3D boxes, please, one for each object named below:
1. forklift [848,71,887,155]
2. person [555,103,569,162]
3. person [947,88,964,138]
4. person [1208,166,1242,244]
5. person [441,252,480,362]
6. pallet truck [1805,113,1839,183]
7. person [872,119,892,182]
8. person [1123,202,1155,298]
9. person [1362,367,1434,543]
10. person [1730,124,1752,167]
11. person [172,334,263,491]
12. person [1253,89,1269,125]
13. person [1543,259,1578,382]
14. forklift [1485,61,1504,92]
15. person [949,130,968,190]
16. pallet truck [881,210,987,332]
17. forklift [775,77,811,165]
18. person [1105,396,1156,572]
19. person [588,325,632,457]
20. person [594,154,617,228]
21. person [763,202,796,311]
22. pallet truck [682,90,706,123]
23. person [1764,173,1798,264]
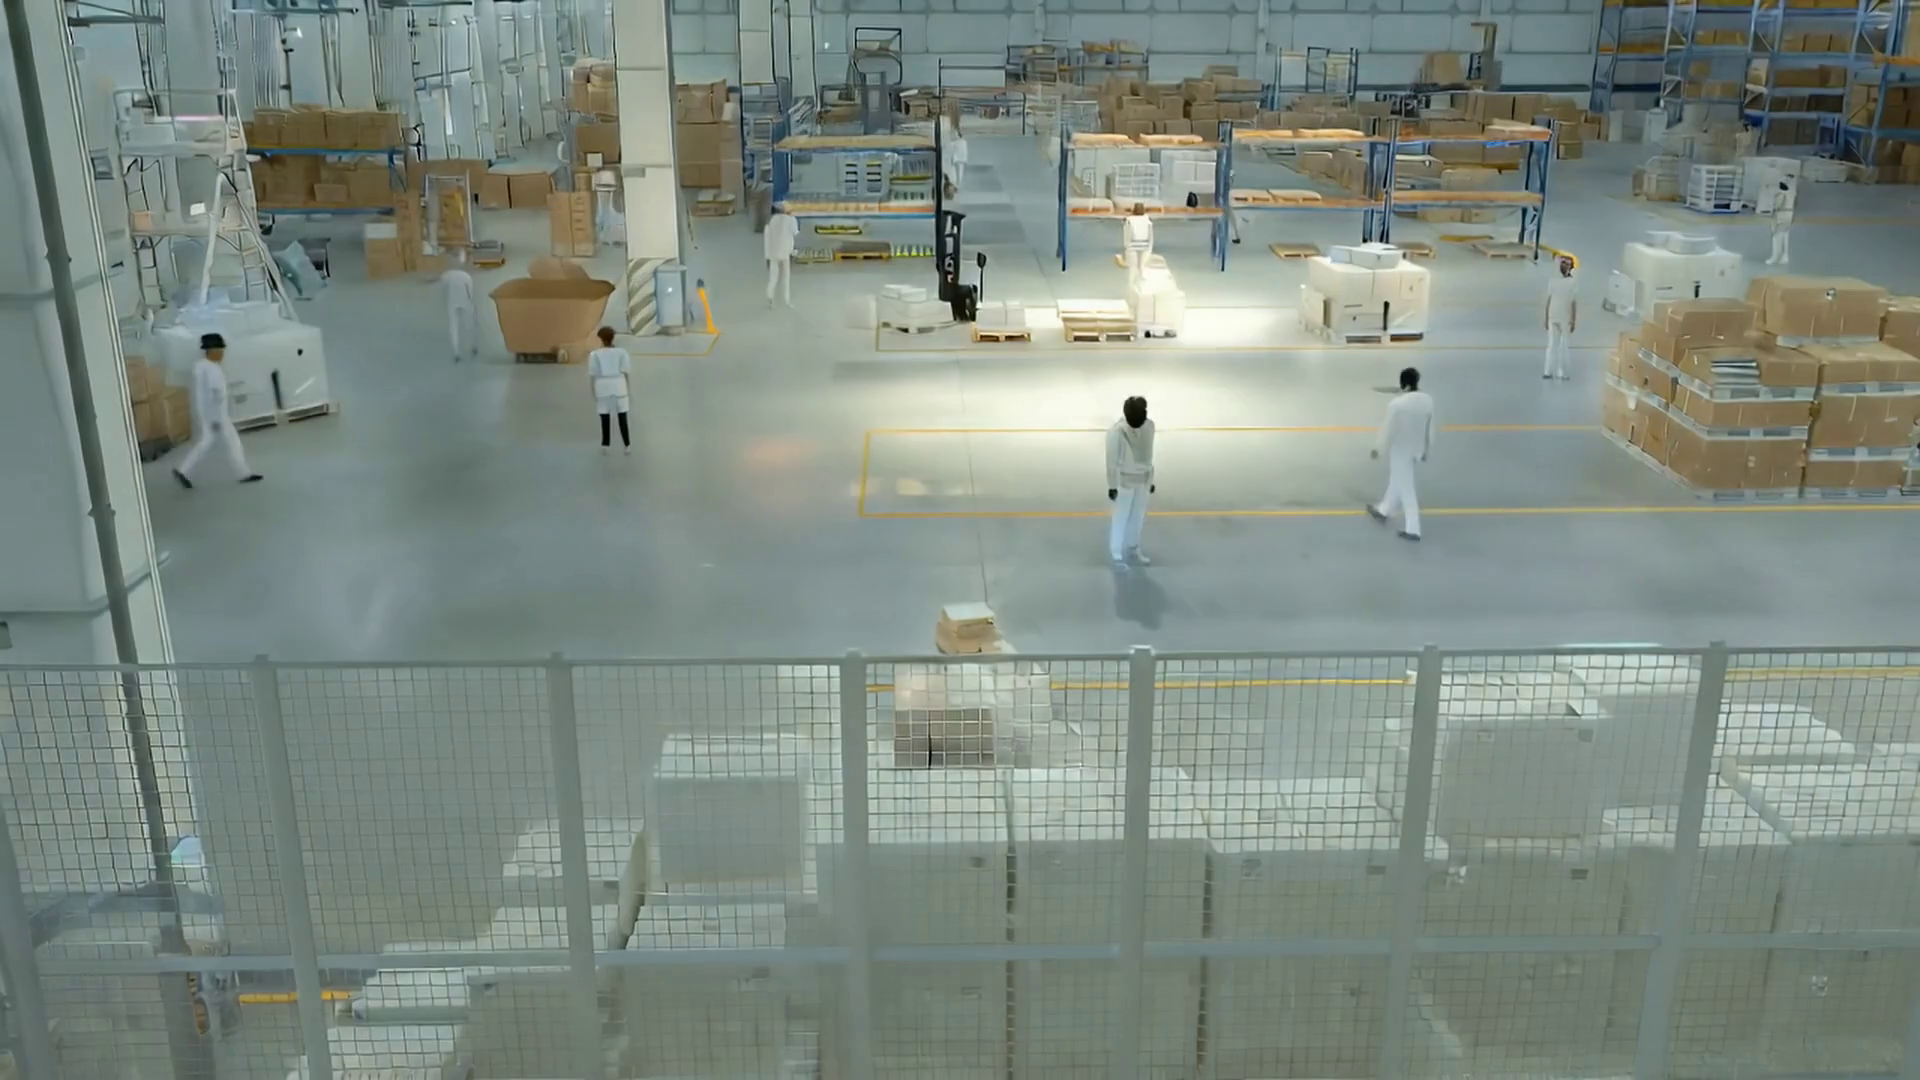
[{"bbox_3d":[-3.026,-14.993,58.349,1.129,2.768,1.873,-14,23,-37],"label":"forklift"},{"bbox_3d":[-13.441,-13.759,56.159,0.394,1.930,0.545,-11,21,-29],"label":"person"},{"bbox_3d":[-0.203,-16.480,64.248,0.639,1.916,0.750,8,20,22],"label":"person"},{"bbox_3d":[6.186,-7.819,38.745,0.523,1.802,0.941,-14,23,-35],"label":"person"},{"bbox_3d":[-8.088,-3.790,26.895,0.540,1.721,0.888,-1,19,-3],"label":"person"},{"bbox_3d":[26.403,-11.957,50.702,0.823,1.965,1.885,6,19,16],"label":"pallet truck"},{"bbox_3d":[-2.318,-11.773,50.330,1.015,1.901,0.647,10,21,26],"label":"person"},{"bbox_3d":[3.429,-5.590,32.056,0.627,1.844,0.429,-5,19,-14],"label":"person"},{"bbox_3d":[4.802,-0.981,18.308,0.636,1.892,0.991,-13,23,-34],"label":"person"},{"bbox_3d":[24.230,-12.100,51.642,0.538,1.662,0.774,-4,19,-11],"label":"person"},{"bbox_3d":[-9.039,-1.534,19.978,0.934,1.883,0.596,-16,25,-40],"label":"person"},{"bbox_3d":[11.595,-16.426,64.108,0.605,1.901,0.540,2,19,7],"label":"person"},{"bbox_3d":[9.160,-3.352,25.386,0.335,1.864,0.521,-16,25,-40],"label":"person"},{"bbox_3d":[21.140,-17.589,66.049,1.873,2.768,1.129,-1,19,-2],"label":"forklift"},{"bbox_3d":[-0.064,-11.169,48.825,0.501,1.703,0.895,-4,19,-11],"label":"person"},{"bbox_3d":[-0.493,-4.759,29.349,1.885,1.965,0.823,-13,23,-34],"label":"pallet truck"},{"bbox_3d":[-5.920,-13.893,55.085,1.873,2.768,1.129,-1,19,-1],"label":"forklift"},{"bbox_3d":[1.792,-0.596,17.259,0.652,1.832,0.430,-13,23,-35],"label":"person"},{"bbox_3d":[-4.485,-1.914,21.371,0.532,1.697,0.320,-6,20,-17],"label":"person"},{"bbox_3d":[-8.663,-8.505,40.714,0.654,1.844,0.847,-15,23,-37],"label":"person"},{"bbox_3d":[-3.340,-5.248,30.808,0.627,1.993,0.391,-13,23,-34],"label":"person"},{"bbox_3d":[-9.671,-15.907,62.421,0.823,1.965,1.885,5,19,15],"label":"pallet truck"},{"bbox_3d":[17.745,-6.938,35.930,0.542,1.928,0.399,-4,19,-12],"label":"person"}]
